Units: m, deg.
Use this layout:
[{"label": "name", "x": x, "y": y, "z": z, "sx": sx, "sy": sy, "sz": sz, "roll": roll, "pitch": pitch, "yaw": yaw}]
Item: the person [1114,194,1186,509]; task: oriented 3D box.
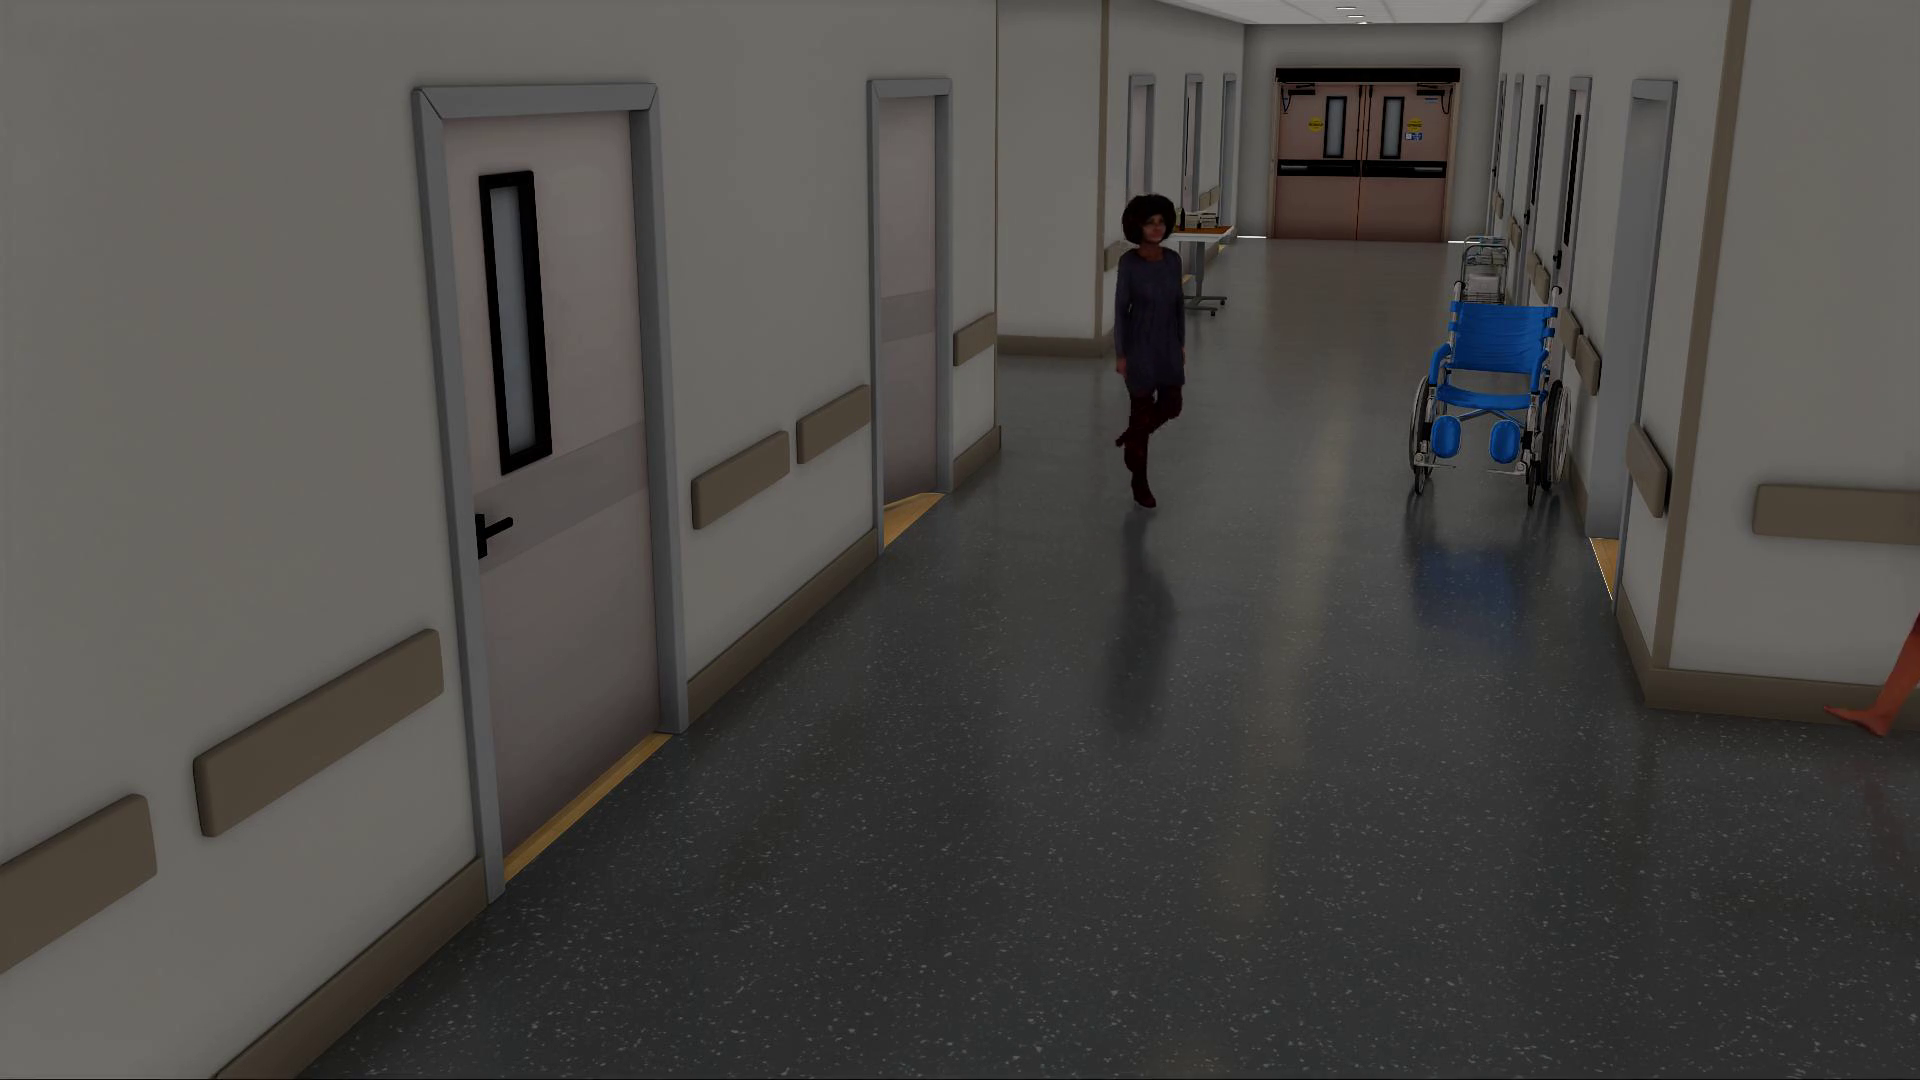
[{"label": "person", "x": 1.014, "y": -1.043, "z": 9.204, "sx": 0.824, "sy": 1.696, "sz": 0.901, "roll": -6, "pitch": 17, "yaw": -21}]
